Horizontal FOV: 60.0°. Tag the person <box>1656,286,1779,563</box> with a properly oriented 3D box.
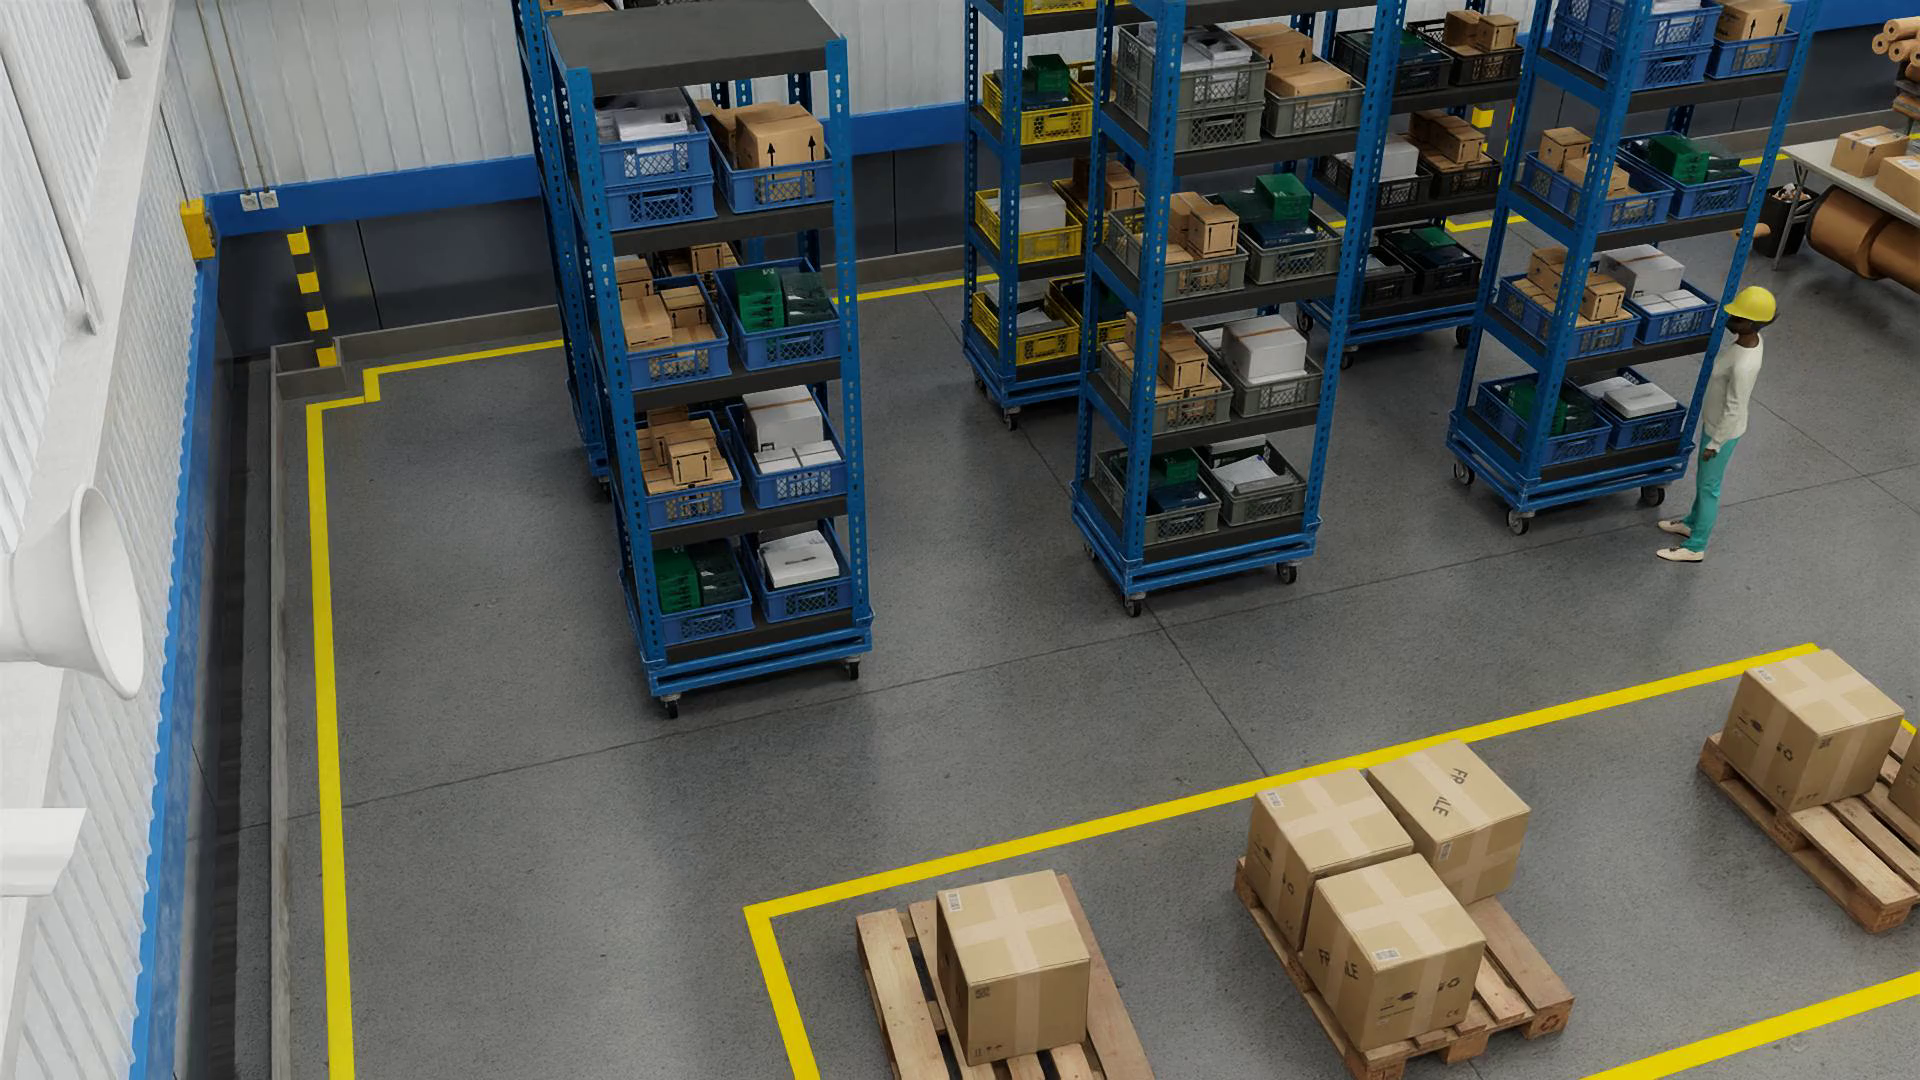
[{"bbox_3d":[4.421,-0.673,9.706,0.295,1.772,0.532,13,37,18],"label":"person"}]
